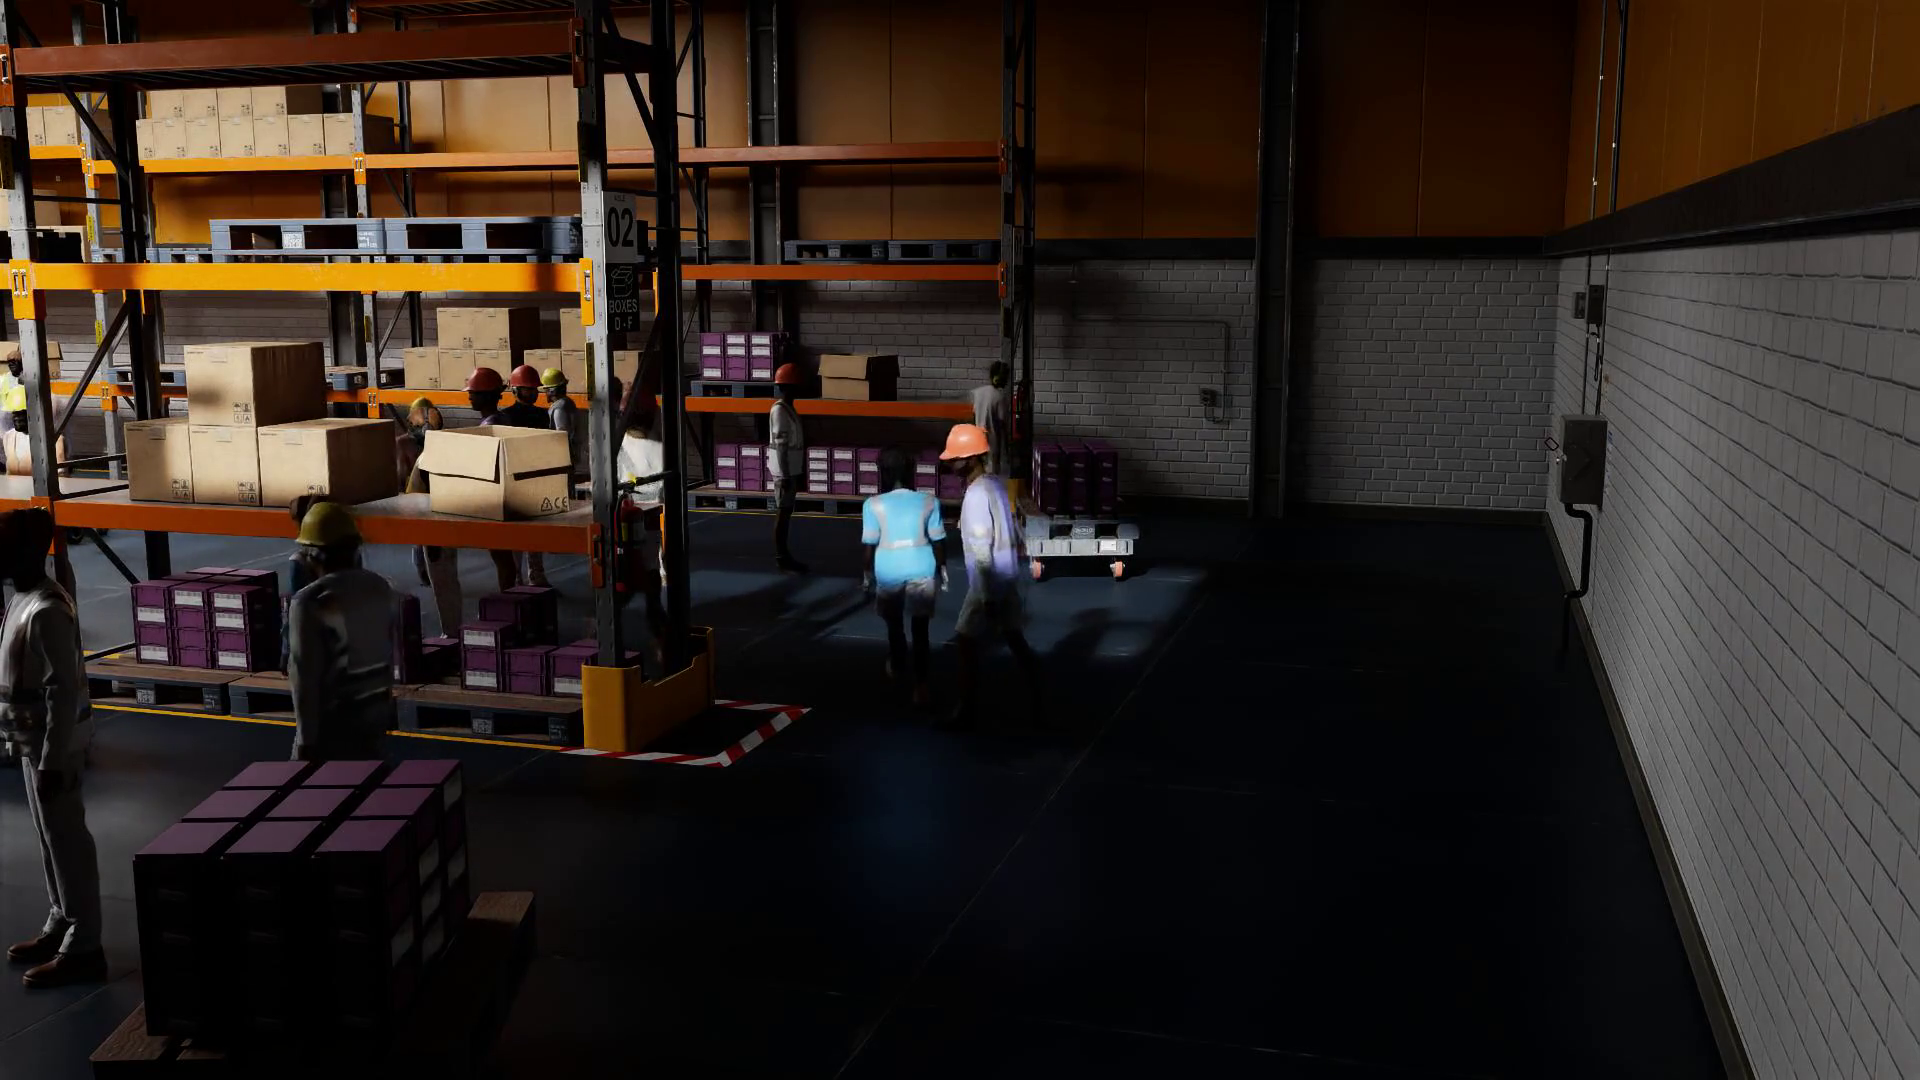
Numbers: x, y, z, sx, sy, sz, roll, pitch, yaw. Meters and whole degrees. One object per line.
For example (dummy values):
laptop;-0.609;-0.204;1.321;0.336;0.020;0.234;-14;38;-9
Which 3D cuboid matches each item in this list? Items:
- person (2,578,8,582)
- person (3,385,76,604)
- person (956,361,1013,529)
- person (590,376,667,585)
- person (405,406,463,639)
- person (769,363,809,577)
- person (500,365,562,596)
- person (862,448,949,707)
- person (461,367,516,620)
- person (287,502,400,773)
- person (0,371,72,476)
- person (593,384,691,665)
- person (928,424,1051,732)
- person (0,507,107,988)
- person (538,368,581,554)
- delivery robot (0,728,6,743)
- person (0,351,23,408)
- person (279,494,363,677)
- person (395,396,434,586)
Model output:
person;-8.875;-0.537;14.754;1.028;1.896;0.617;4;10;24
person;-7.085;-0.231;12.763;0.589;1.919;0.400;3;10;20
person;0.272;-0.988;17.653;0.393;1.825;0.673;-9;13;-44
person;-2.906;-0.498;14.475;0.438;1.893;0.668;7;12;37
person;-3.745;-0.042;11.889;0.430;1.835;0.622;-3;10;-15
person;-1.558;-0.639;15.180;0.362;1.939;0.543;0;9;1
person;-3.636;-0.475;14.008;0.381;1.994;0.619;5;10;26
person;-0.352;0.224;10.815;0.581;1.632;0.889;-1;9;-6
person;-3.619;-0.309;12.851;0.378;2.045;0.605;-2;9;-10
person;-2.643;0.742;7.118;0.426;1.818;0.610;4;10;25
person;-9.300;-0.805;16.652;0.955;1.791;0.622;7;11;35
person;-2.318;-0.125;11.867;1.023;2.003;0.616;6;11;32
person;0.212;0.245;9.985;0.724;1.897;0.579;3;10;18
person;-3.611;0.805;6.555;0.356;1.883;0.572;-7;12;-37
person;-3.937;-0.774;16.360;0.403;1.823;0.586;-1;9;-7
delivery robot;-5.403;0.942;9.469;0.707;0.478;0.477;3;10;20
person;-11.075;-1.319;19.666;0.623;1.837;0.428;1;9;3
person;-3.431;0.555;8.855;0.656;1.609;0.551;3;10;16
person;-4.608;-0.395;14.347;0.531;1.726;0.804;-4;10;-22
